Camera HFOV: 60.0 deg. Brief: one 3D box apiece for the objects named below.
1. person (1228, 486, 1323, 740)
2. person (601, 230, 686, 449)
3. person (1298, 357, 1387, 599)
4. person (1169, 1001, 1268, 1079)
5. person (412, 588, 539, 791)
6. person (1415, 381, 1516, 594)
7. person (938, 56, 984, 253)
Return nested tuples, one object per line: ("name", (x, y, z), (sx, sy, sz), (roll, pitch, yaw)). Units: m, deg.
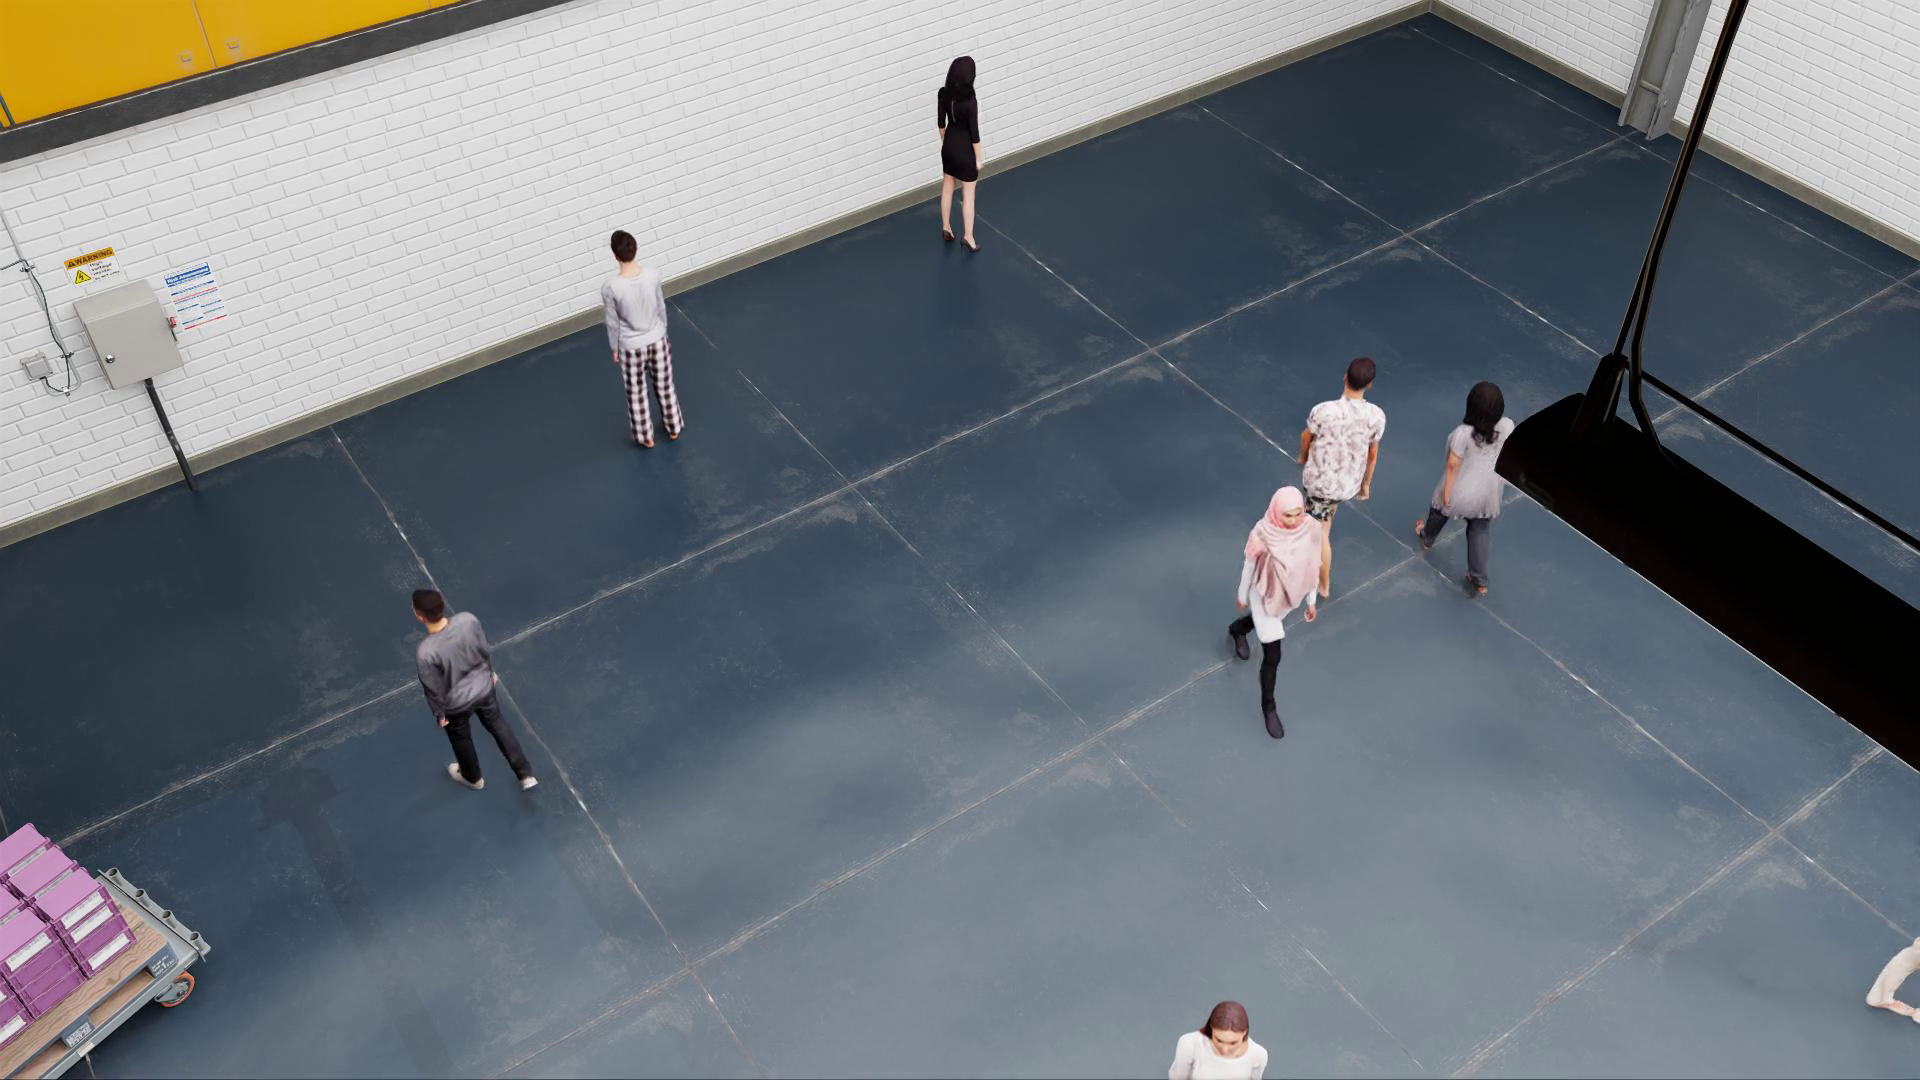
("person", (1.966, 0.311, 10.575), (0.860, 1.761, 1.261), (-13, 45, -14))
("person", (-2.362, -1.479, 12.392), (0.636, 1.846, 0.563), (-21, 47, -20))
("person", (2.548, -0.373, 11.292), (1.043, 1.762, 1.237), (-2, 44, -2))
("person", (1.211, 2.738, 8.080), (0.685, 1.688, 0.728), (3, 44, 3))
("person", (-2.922, 0.930, 9.929), (0.952, 1.756, 0.769), (30, 51, 28))
("person", (3.538, -0.335, 11.387), (0.926, 1.575, 1.133), (-5, 44, -5))
("person", (-0.007, -3.315, 14.350), (0.504, 1.803, 0.696), (32, 52, 29))
